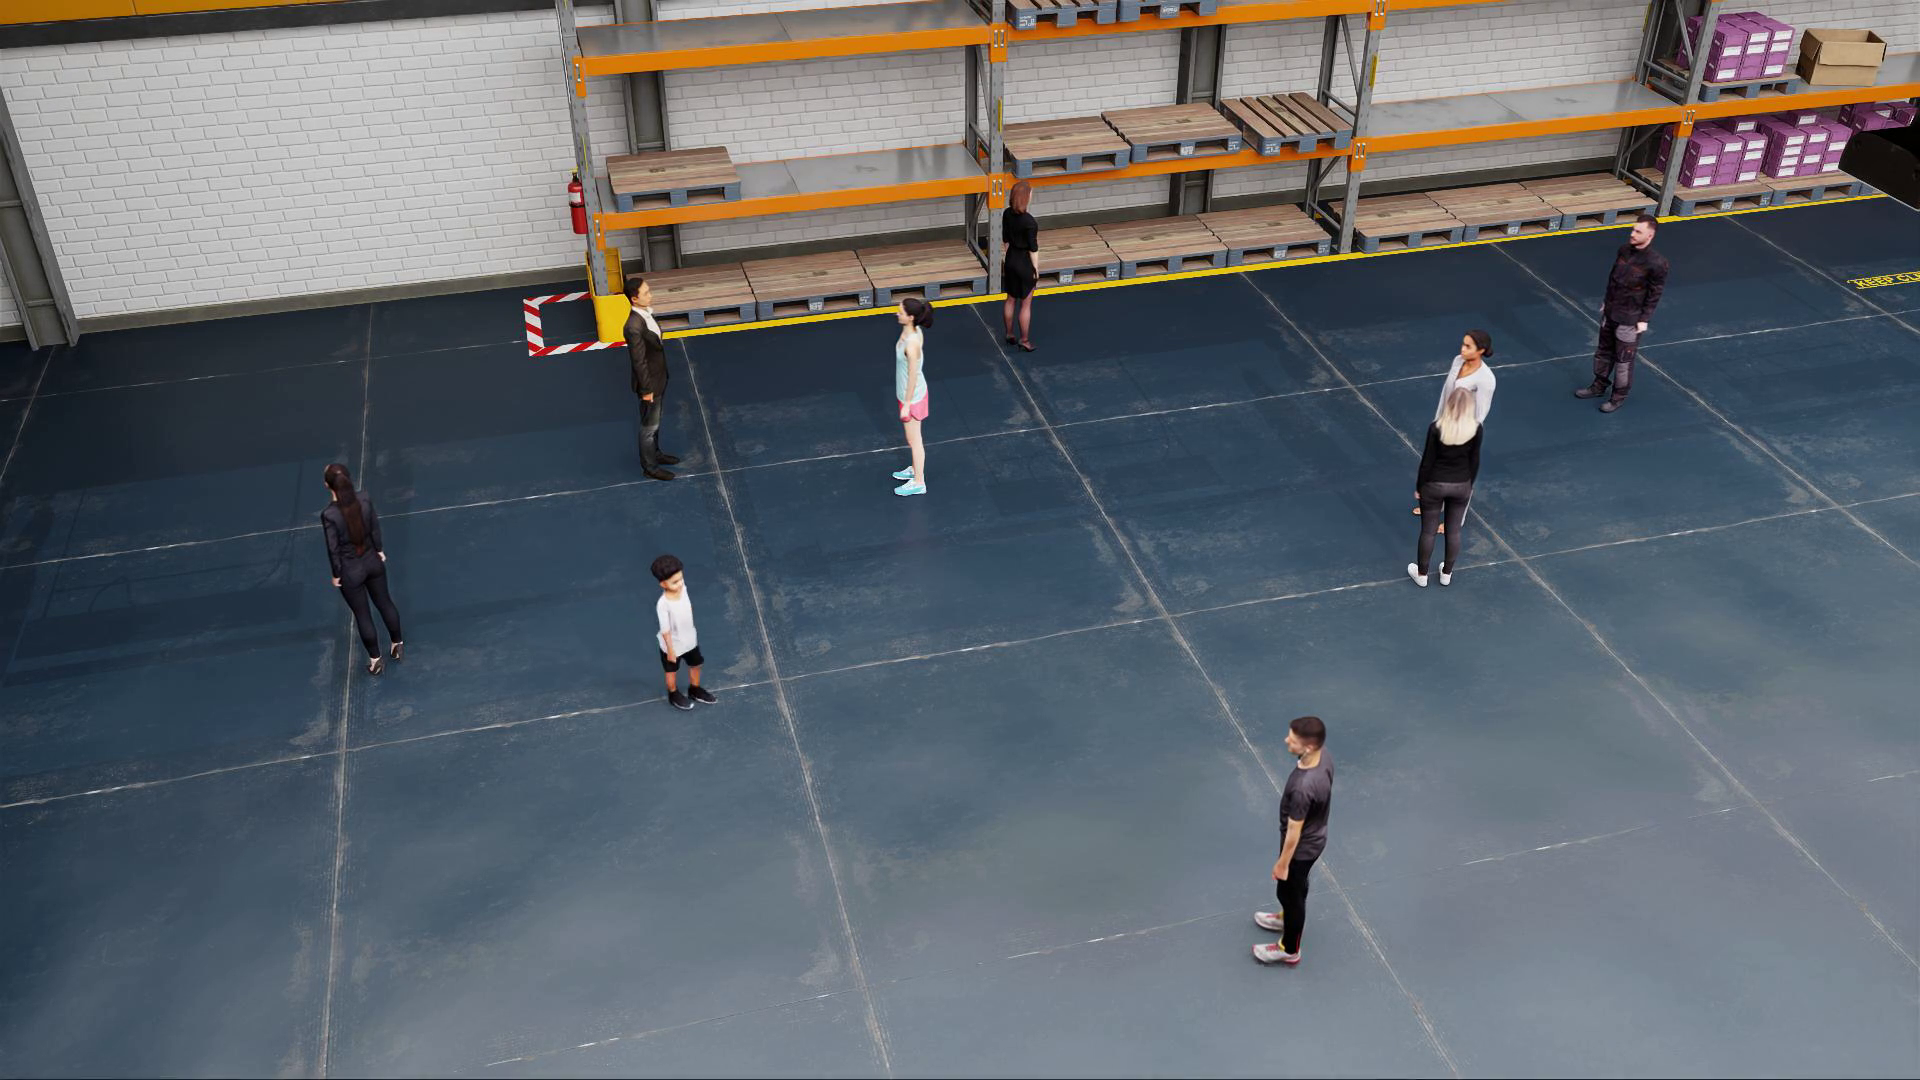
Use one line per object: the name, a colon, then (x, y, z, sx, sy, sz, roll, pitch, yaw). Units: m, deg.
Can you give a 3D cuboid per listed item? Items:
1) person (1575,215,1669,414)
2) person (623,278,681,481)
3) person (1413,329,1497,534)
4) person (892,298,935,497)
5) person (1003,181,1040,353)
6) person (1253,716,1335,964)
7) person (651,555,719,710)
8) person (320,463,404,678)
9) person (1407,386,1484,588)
person: (5.996, -2.064, 14.953, 0.672, 1.858, 0.756, -15, 36, -21)
person: (-2.620, -1.370, 13.956, 0.635, 1.805, 0.739, 0, 34, 0)
person: (4.005, -0.898, 13.307, 0.600, 1.737, 0.669, -15, 36, -21)
person: (-0.407, -1.192, 13.724, 0.652, 1.765, 0.634, -1, 34, -2)
person: (0.574, -2.612, 15.914, 0.646, 1.706, 0.655, -27, 42, -34)
person: (1.926, 1.686, 9.400, 0.754, 1.759, 0.740, 10, 35, 14)
person: (-2.003, 0.624, 11.458, 0.694, 1.249, 0.634, 17, 37, 23)
person: (-4.212, 0.200, 11.679, 0.697, 1.711, 0.611, 22, 40, 30)
person: (3.676, -0.391, 12.591, 0.576, 1.685, 0.725, 1, 34, 1)
